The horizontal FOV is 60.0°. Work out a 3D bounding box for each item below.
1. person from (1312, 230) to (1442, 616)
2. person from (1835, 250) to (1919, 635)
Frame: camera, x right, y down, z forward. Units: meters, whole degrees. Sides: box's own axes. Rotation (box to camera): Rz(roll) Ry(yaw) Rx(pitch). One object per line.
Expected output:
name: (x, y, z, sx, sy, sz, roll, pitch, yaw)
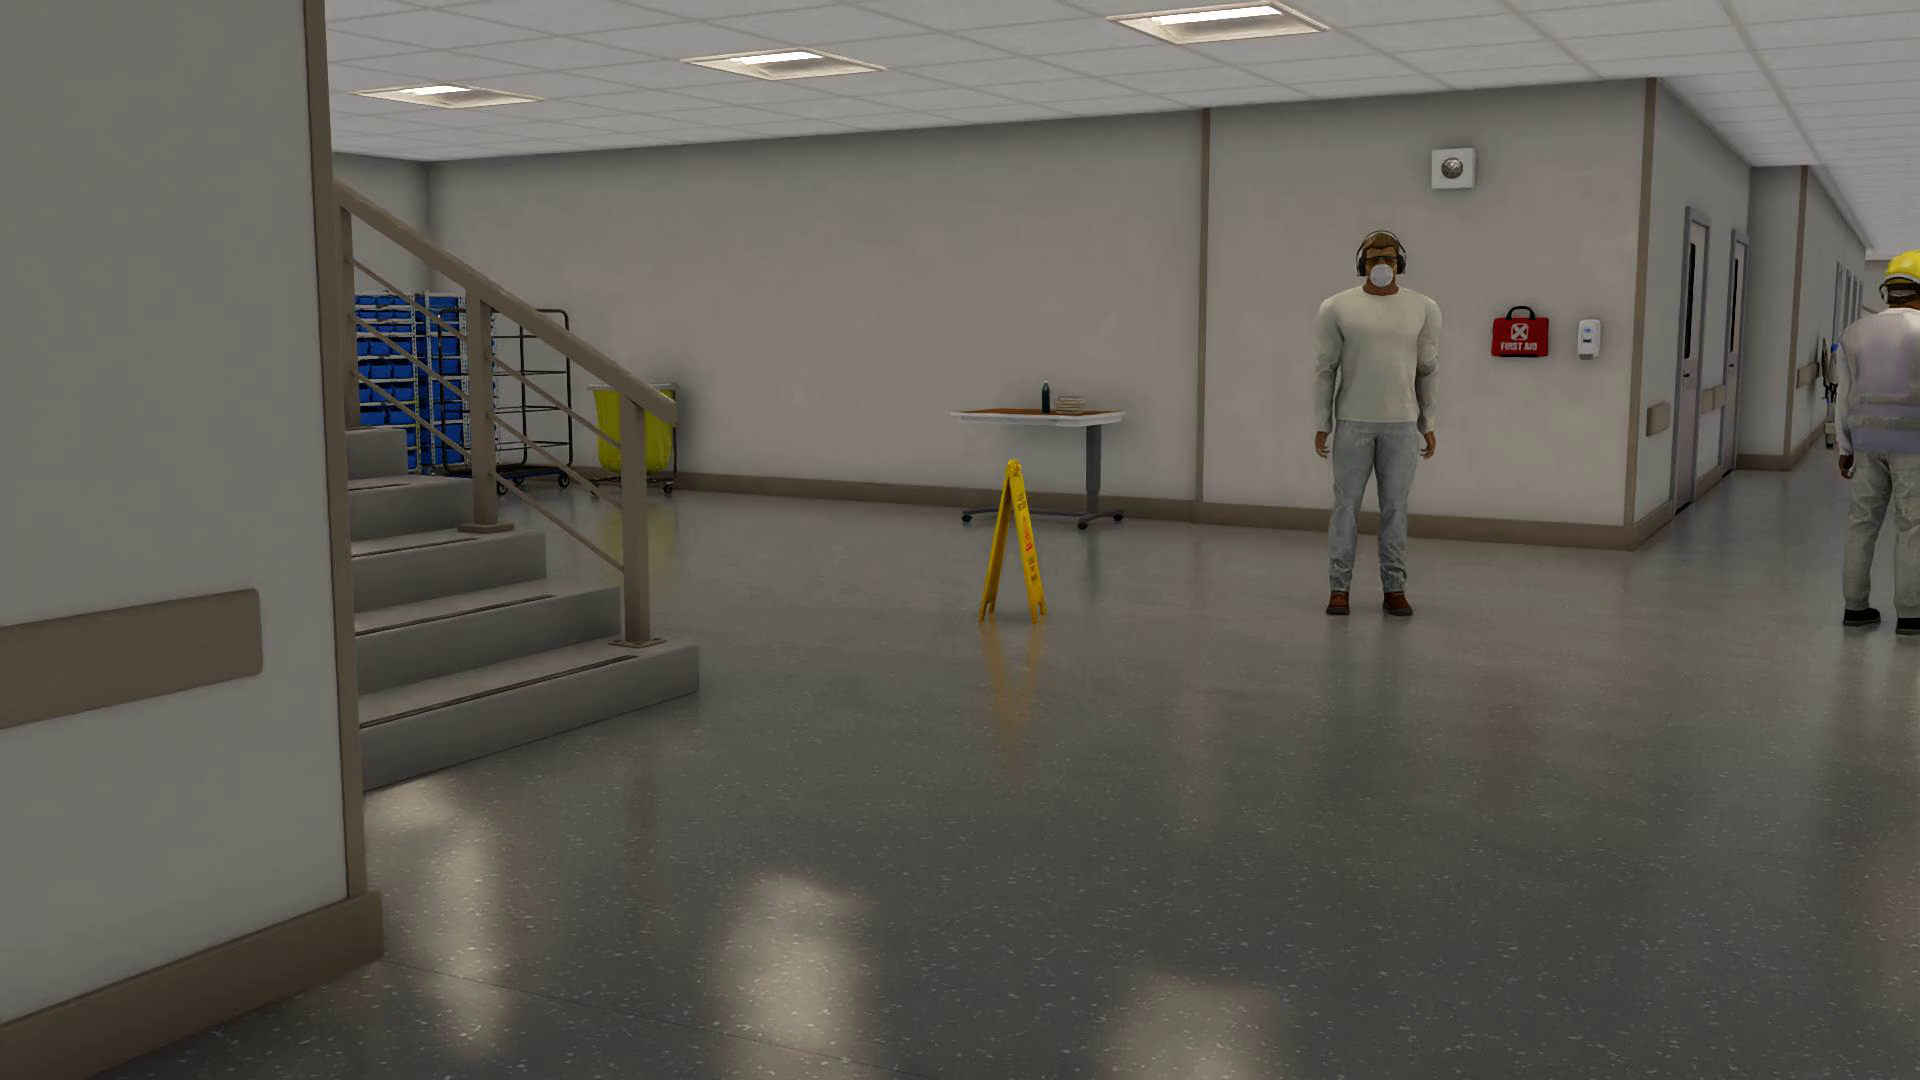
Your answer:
person: (2.099, -0.581, 8.410, 0.636, 1.939, 0.364, 1, 7, 5)
person: (4.482, -0.460, 7.943, 0.403, 1.824, 0.590, -5, 9, -32)
